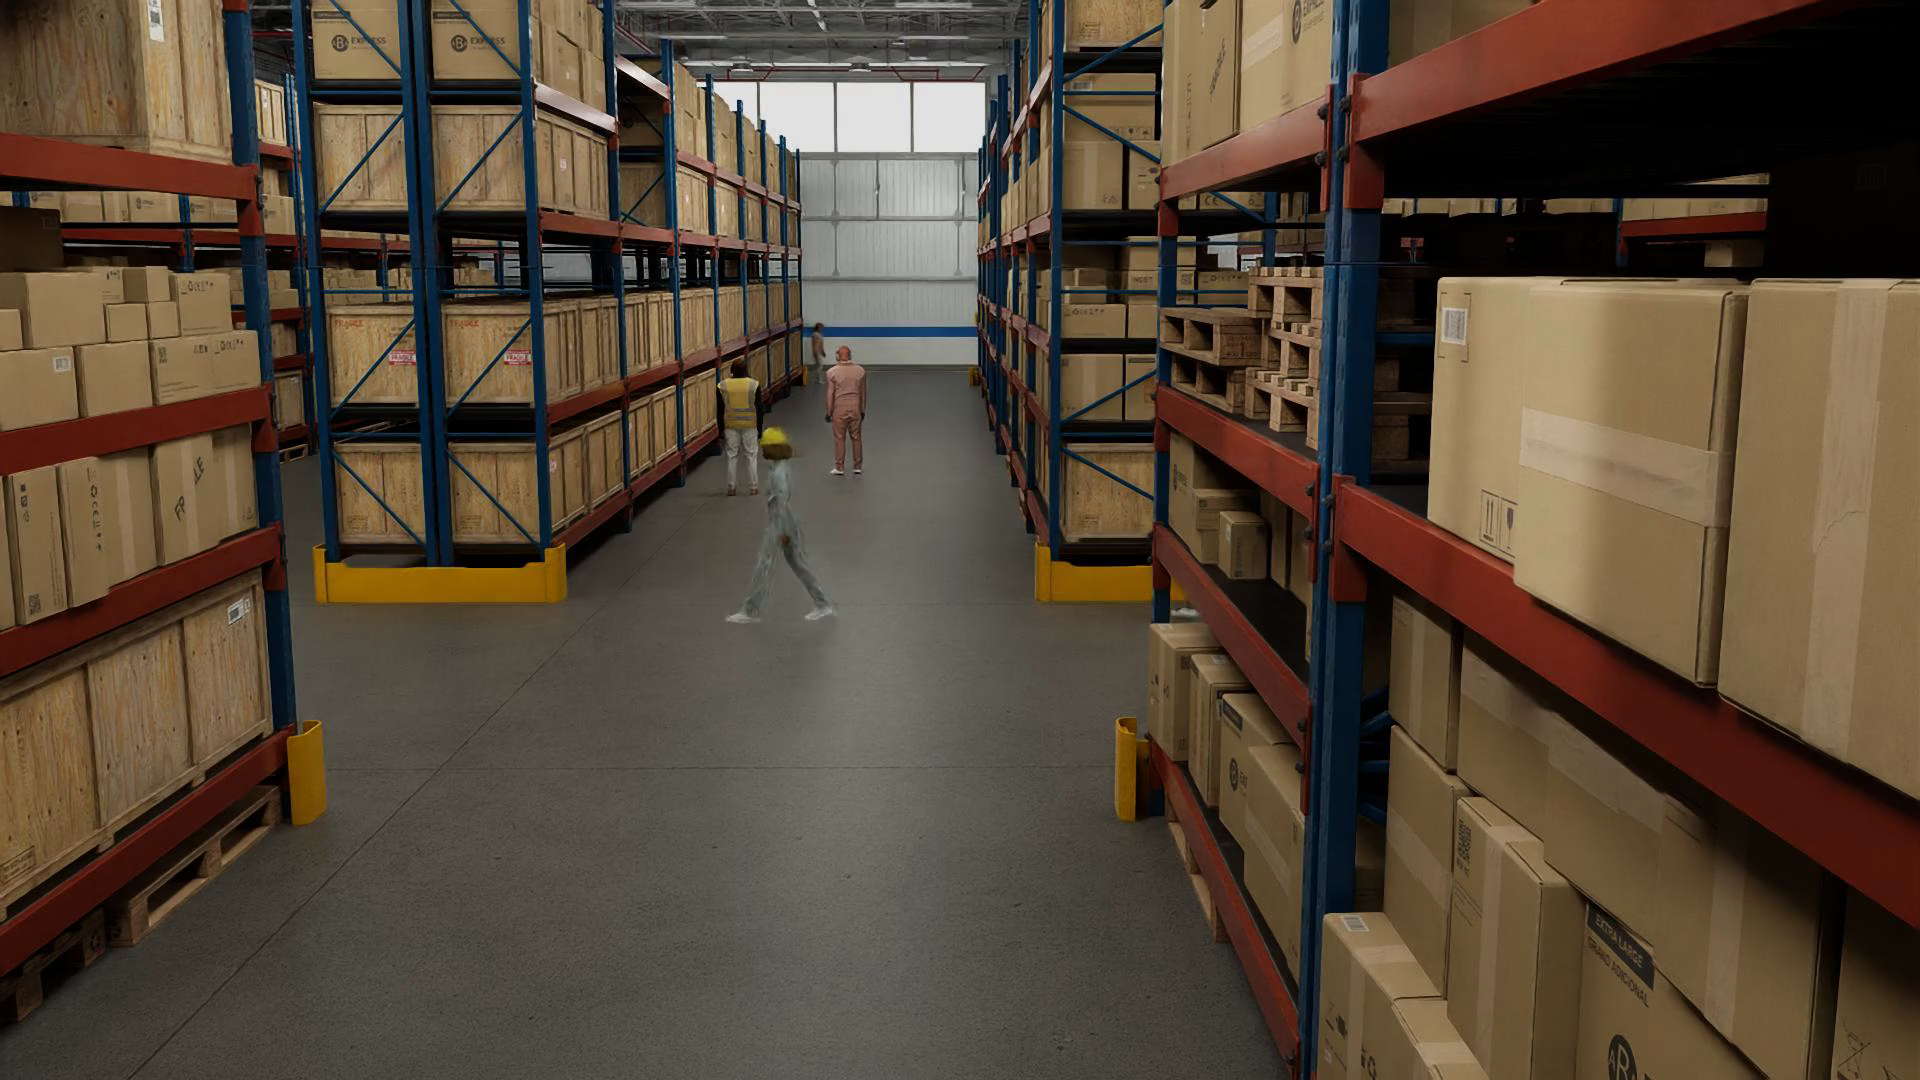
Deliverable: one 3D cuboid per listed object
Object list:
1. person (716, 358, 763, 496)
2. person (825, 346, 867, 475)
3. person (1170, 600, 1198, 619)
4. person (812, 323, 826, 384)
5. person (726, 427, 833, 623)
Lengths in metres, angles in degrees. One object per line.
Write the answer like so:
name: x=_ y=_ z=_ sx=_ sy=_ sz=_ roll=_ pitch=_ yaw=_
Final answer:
person: x=-2.942 y=-1.507 z=22.275 sx=0.621 sy=1.845 sz=0.429 roll=-1 pitch=9 yaw=-4
person: x=-1.695 y=-1.908 z=24.556 sx=0.639 sy=1.902 sz=0.407 roll=-4 pitch=10 yaw=-25
person: x=2.063 y=-0.080 z=14.200 sx=0.693 sy=1.604 sz=0.530 roll=1 pitch=9 yaw=8
person: x=-3.719 y=-4.911 z=43.836 sx=0.385 sy=1.608 sz=0.552 roll=3 pitch=10 yaw=19
person: x=-1.526 y=-0.127 z=14.260 sx=0.910 sy=1.697 sz=0.502 roll=0 pitch=9 yaw=-2
